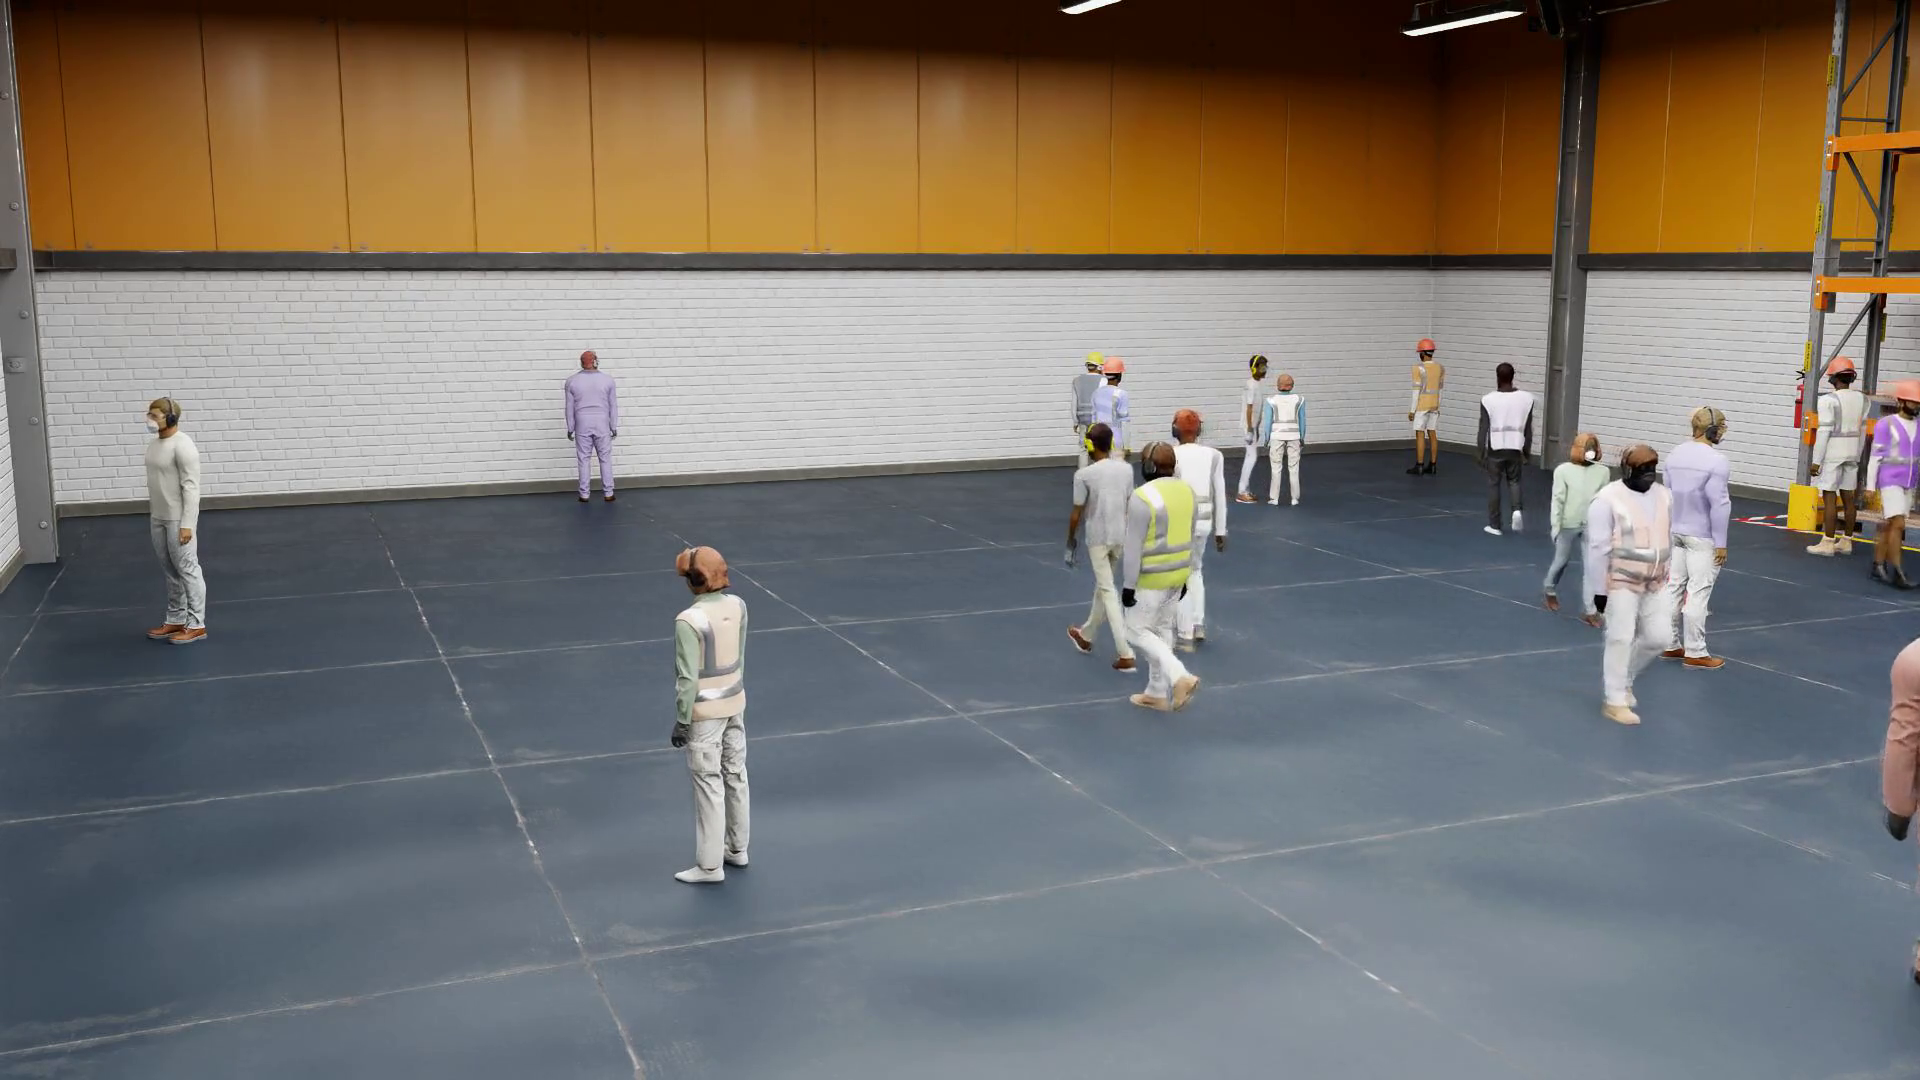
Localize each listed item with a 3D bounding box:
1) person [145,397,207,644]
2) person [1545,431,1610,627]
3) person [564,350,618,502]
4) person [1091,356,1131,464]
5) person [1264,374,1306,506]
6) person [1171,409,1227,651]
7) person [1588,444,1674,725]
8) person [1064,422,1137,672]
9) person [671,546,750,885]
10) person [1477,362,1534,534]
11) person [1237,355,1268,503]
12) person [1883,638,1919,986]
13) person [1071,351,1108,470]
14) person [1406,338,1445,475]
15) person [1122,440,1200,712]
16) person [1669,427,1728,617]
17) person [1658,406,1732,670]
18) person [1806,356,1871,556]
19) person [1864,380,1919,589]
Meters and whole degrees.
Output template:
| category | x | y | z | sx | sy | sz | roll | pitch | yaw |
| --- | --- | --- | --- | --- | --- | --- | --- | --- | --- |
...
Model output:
| category | x | y | z | sx | sy | sz | roll | pitch | yaw |
| --- | --- | --- | --- | --- | --- | --- | --- | --- | --- |
| person | -6.200 | -0.156 | 13.098 | 0.631 | 1.940 | 0.372 | 7 | 12 | 37 |
| person | 5.170 | -0.126 | 13.952 | 0.506 | 1.599 | 0.846 | 0 | 9 | -2 |
| person | -4.617 | -1.421 | 20.872 | 0.643 | 1.905 | 0.400 | -2 | 10 | -11 |
| person | 1.734 | -1.109 | 18.861 | 0.350 | 1.942 | 0.545 | -8 | 13 | -41 |
| person | 4.004 | -1.230 | 20.509 | 0.514 | 1.639 | 0.310 | 0 | 9 | 3 |
| person | 1.737 | -0.084 | 12.887 | 0.596 | 1.864 | 0.553 | -3 | 10 | -19 |
| person | 4.357 | 0.282 | 10.780 | 0.647 | 1.824 | 0.444 | -3 | 10 | -18 |
| person | 1.048 | 0.034 | 12.346 | 0.517 | 1.807 | 1.008 | -5 | 11 | -28 |
| person | -1.195 | 0.835 | 7.996 | 0.309 | 1.640 | 0.513 | 4 | 10 | 25 |
| person | 5.975 | -0.991 | 18.236 | 0.620 | 1.905 | 0.550 | 0 | 9 | -1 |
| person | 3.677 | -1.393 | 20.868 | 0.322 | 1.855 | 0.536 | 2 | 10 | 14 |
| person | 3.904 | 1.003 | 6.319 | 0.652 | 1.853 | 0.981 | 1 | 9 | 5 |
| person | 1.777 | -1.583 | 22.072 | 0.595 | 1.828 | 0.403 | 4 | 10 | 25 |
| person | 6.594 | -1.888 | 23.593 | 0.544 | 1.938 | 0.355 | -5 | 10 | -26 |
| person | 1.348 | 0.263 | 10.905 | 0.574 | 1.824 | 0.641 | 9 | 13 | 43 |
| person | 6.275 | -0.233 | 14.186 | 0.330 | 1.743 | 0.617 | 1 | 9 | 7 |
| person | 5.425 | -0.018 | 12.259 | 0.353 | 1.937 | 0.635 | -2 | 10 | -13 |
| person | 8.960 | -0.853 | 17.014 | 0.609 | 2.040 | 0.395 | -3 | 10 | -18 |
| person | 8.708 | -0.499 | 15.249 | 0.579 | 1.909 | 0.806 | -2 | 10 | -14 |
